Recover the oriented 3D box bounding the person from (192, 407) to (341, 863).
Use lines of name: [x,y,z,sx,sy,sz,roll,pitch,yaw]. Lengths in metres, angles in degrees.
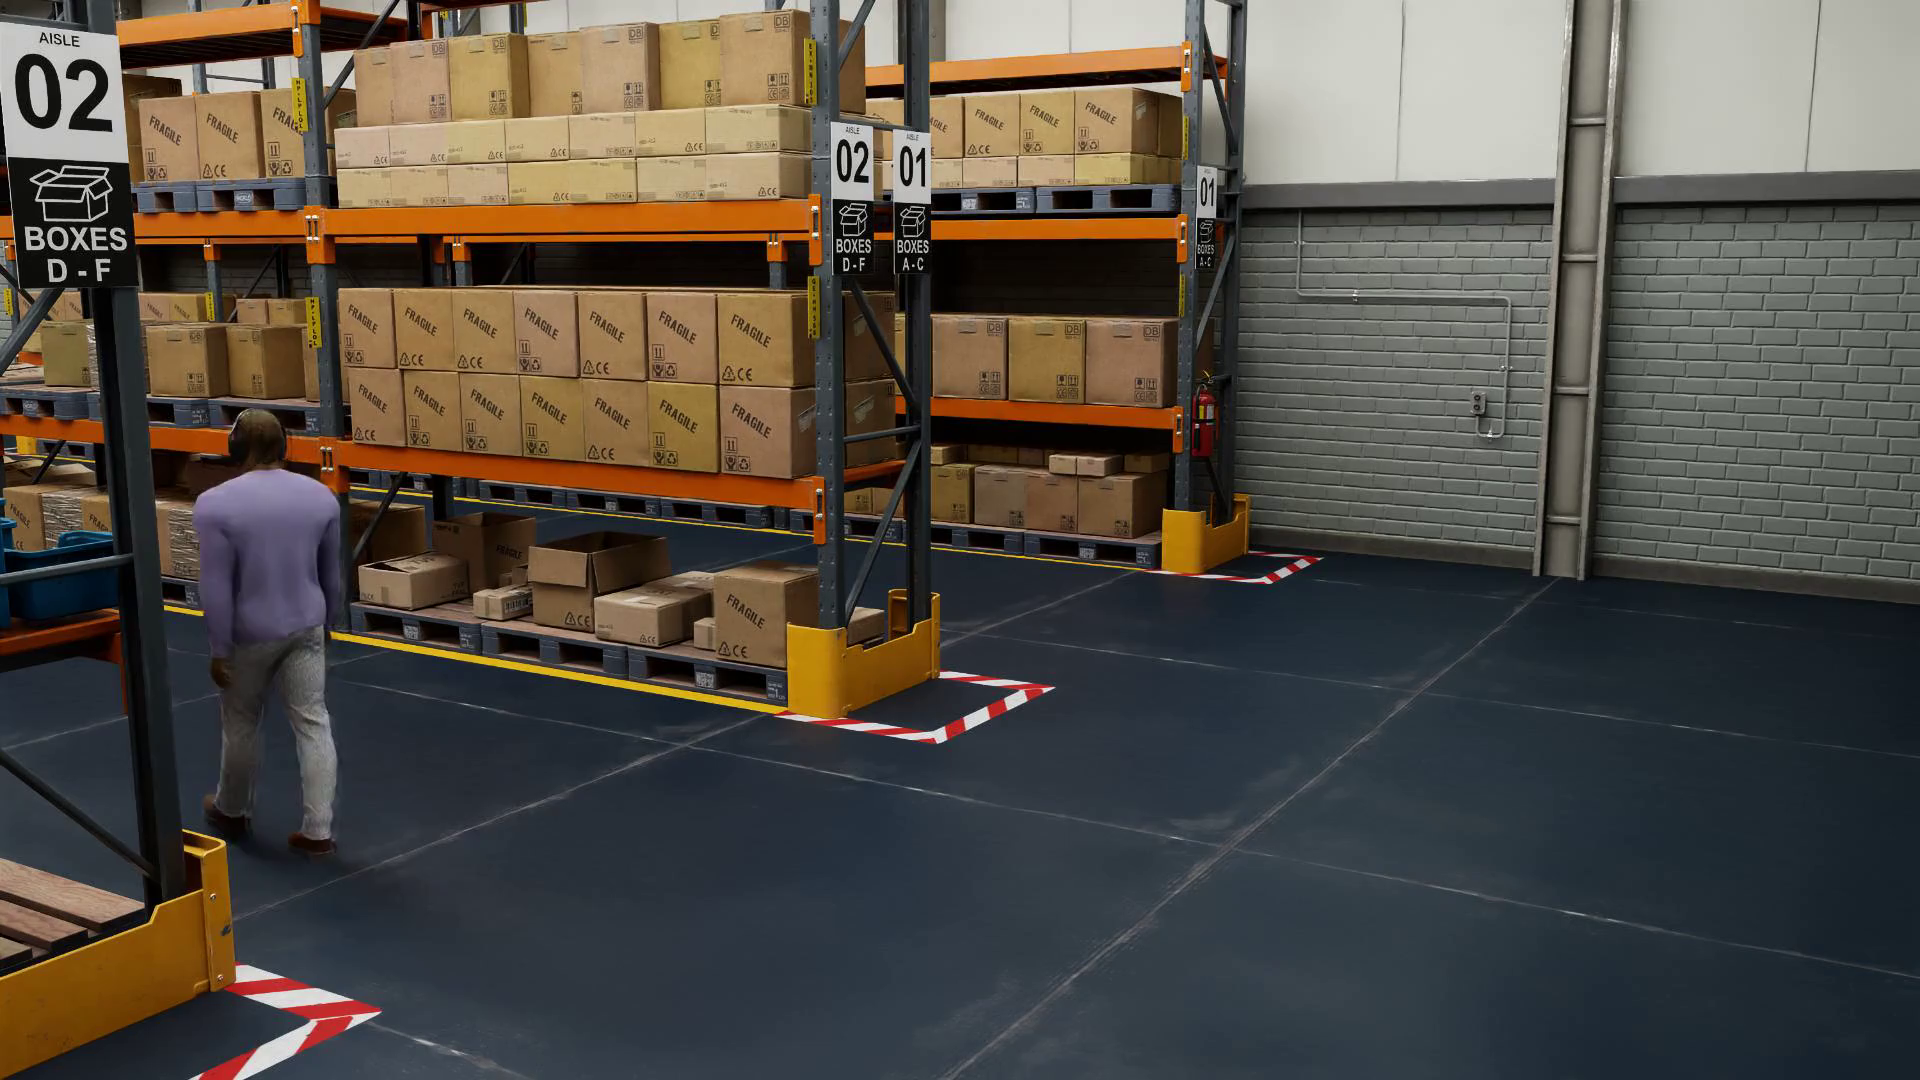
person: [-2.984,0.382,7.107,0.977,1.893,0.646,9,13,41]
